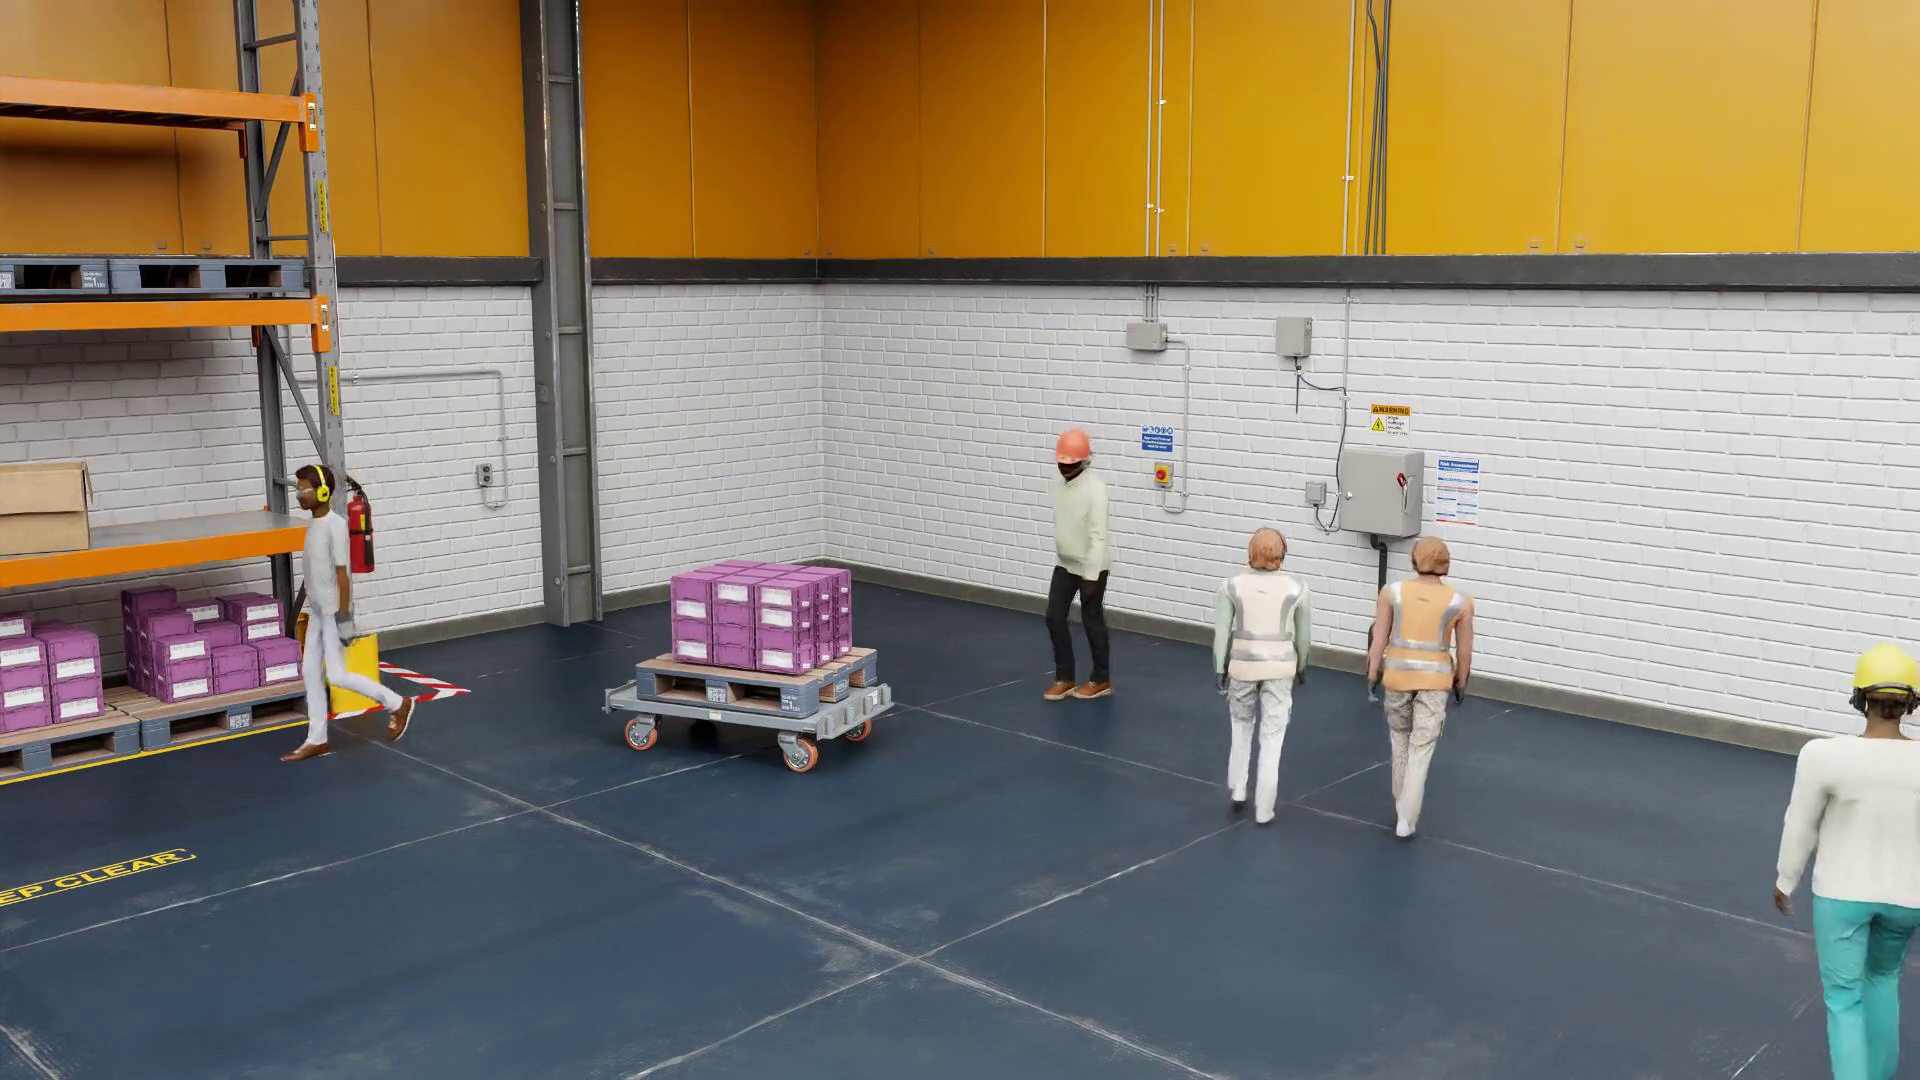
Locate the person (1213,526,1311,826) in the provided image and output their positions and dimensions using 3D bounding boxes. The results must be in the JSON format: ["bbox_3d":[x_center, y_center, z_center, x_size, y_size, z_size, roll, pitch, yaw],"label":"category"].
[{"bbox_3d":[1.673,0.734,9.213,0.511,1.618,0.629,3,10,17],"label":"person"}]

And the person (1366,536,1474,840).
[{"bbox_3d":[2.483,0.773,8.981,0.527,1.599,0.739,4,10,25],"label":"person"}]

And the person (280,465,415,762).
[{"bbox_3d":[-3.859,0.437,10.346,0.735,1.852,0.524,-7,12,-39],"label":"person"}]

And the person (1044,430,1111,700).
[{"bbox_3d":[0.847,0.188,11.572,0.670,1.936,0.638,-7,12,-38],"label":"person"}]

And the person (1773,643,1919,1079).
[{"bbox_3d":[3.152,1.222,5.841,0.528,1.747,0.613,1,9,7],"label":"person"}]
